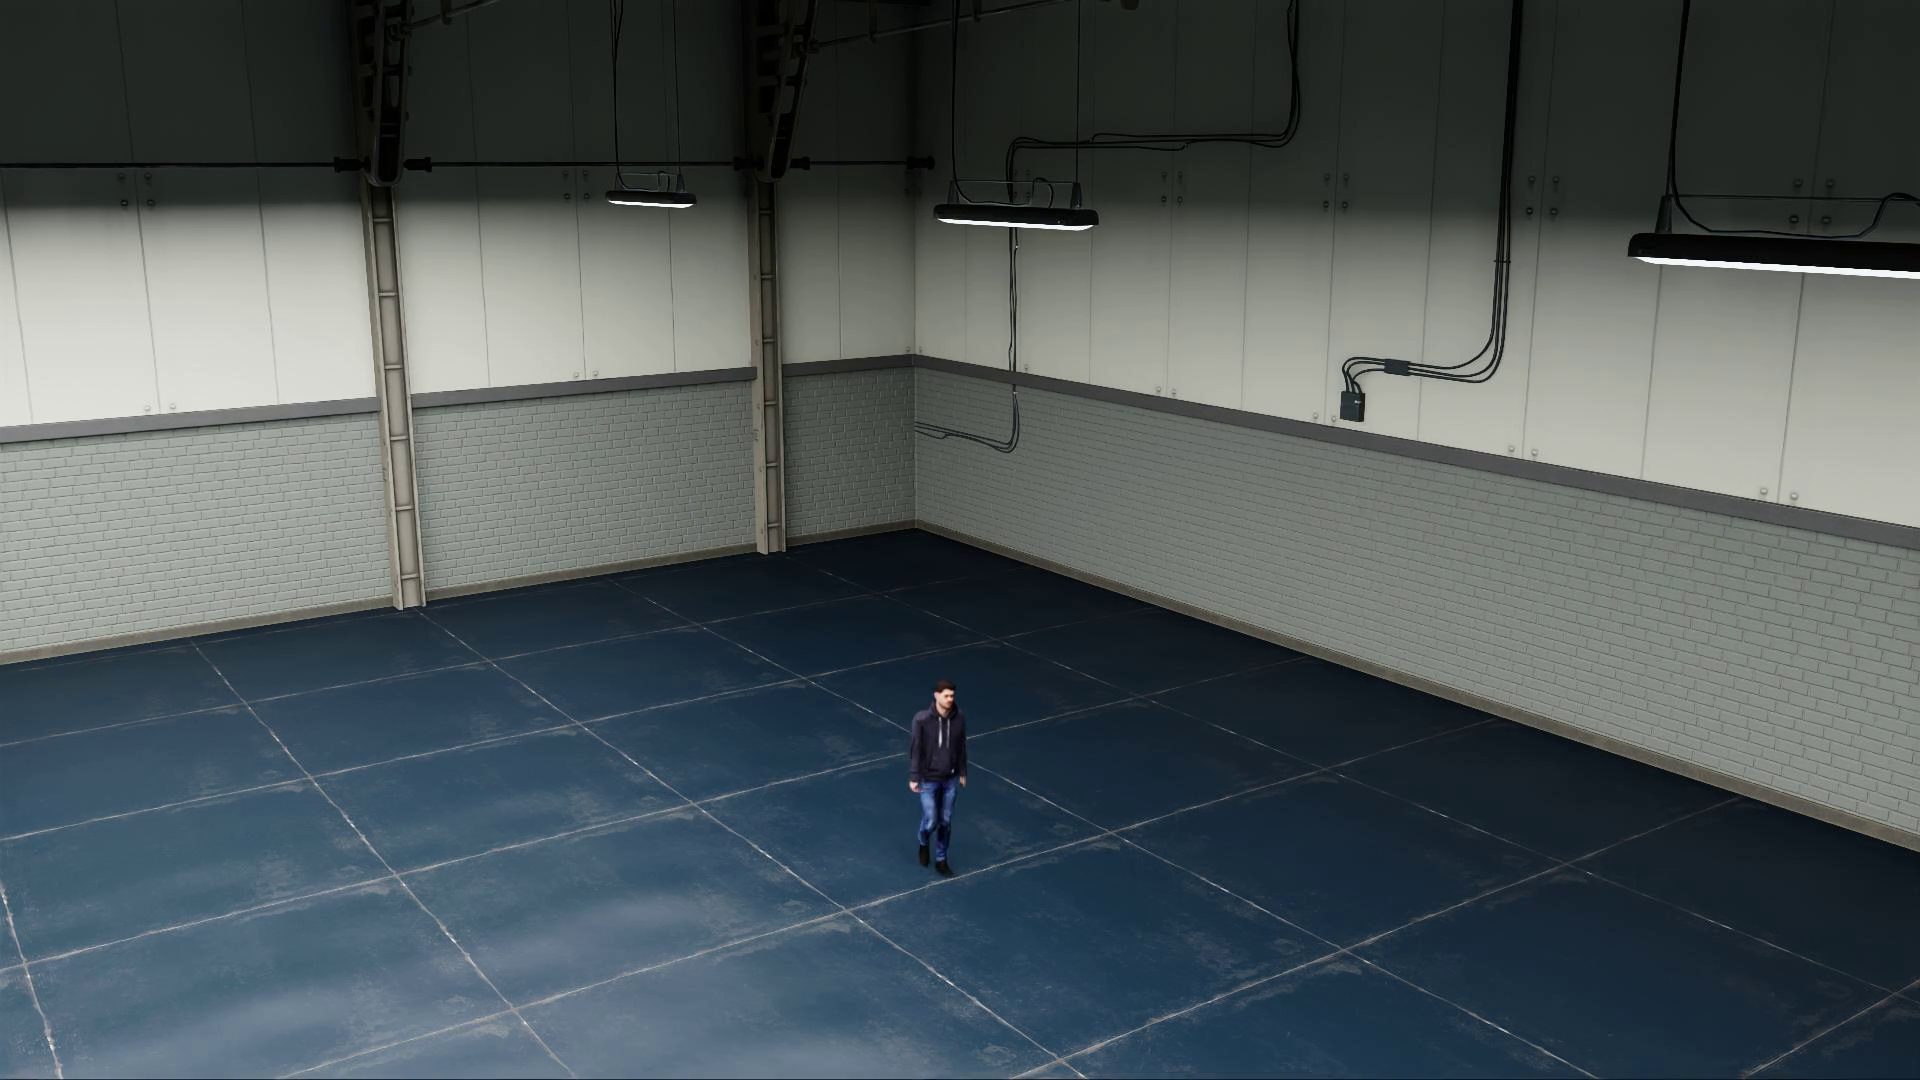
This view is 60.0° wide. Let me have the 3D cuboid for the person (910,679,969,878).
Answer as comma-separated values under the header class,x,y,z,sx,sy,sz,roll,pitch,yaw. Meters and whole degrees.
class,x,y,z,sx,sy,sz,roll,pitch,yaw
person,-0.226,2.126,15.136,0.737,1.876,0.837,-5,14,-19
